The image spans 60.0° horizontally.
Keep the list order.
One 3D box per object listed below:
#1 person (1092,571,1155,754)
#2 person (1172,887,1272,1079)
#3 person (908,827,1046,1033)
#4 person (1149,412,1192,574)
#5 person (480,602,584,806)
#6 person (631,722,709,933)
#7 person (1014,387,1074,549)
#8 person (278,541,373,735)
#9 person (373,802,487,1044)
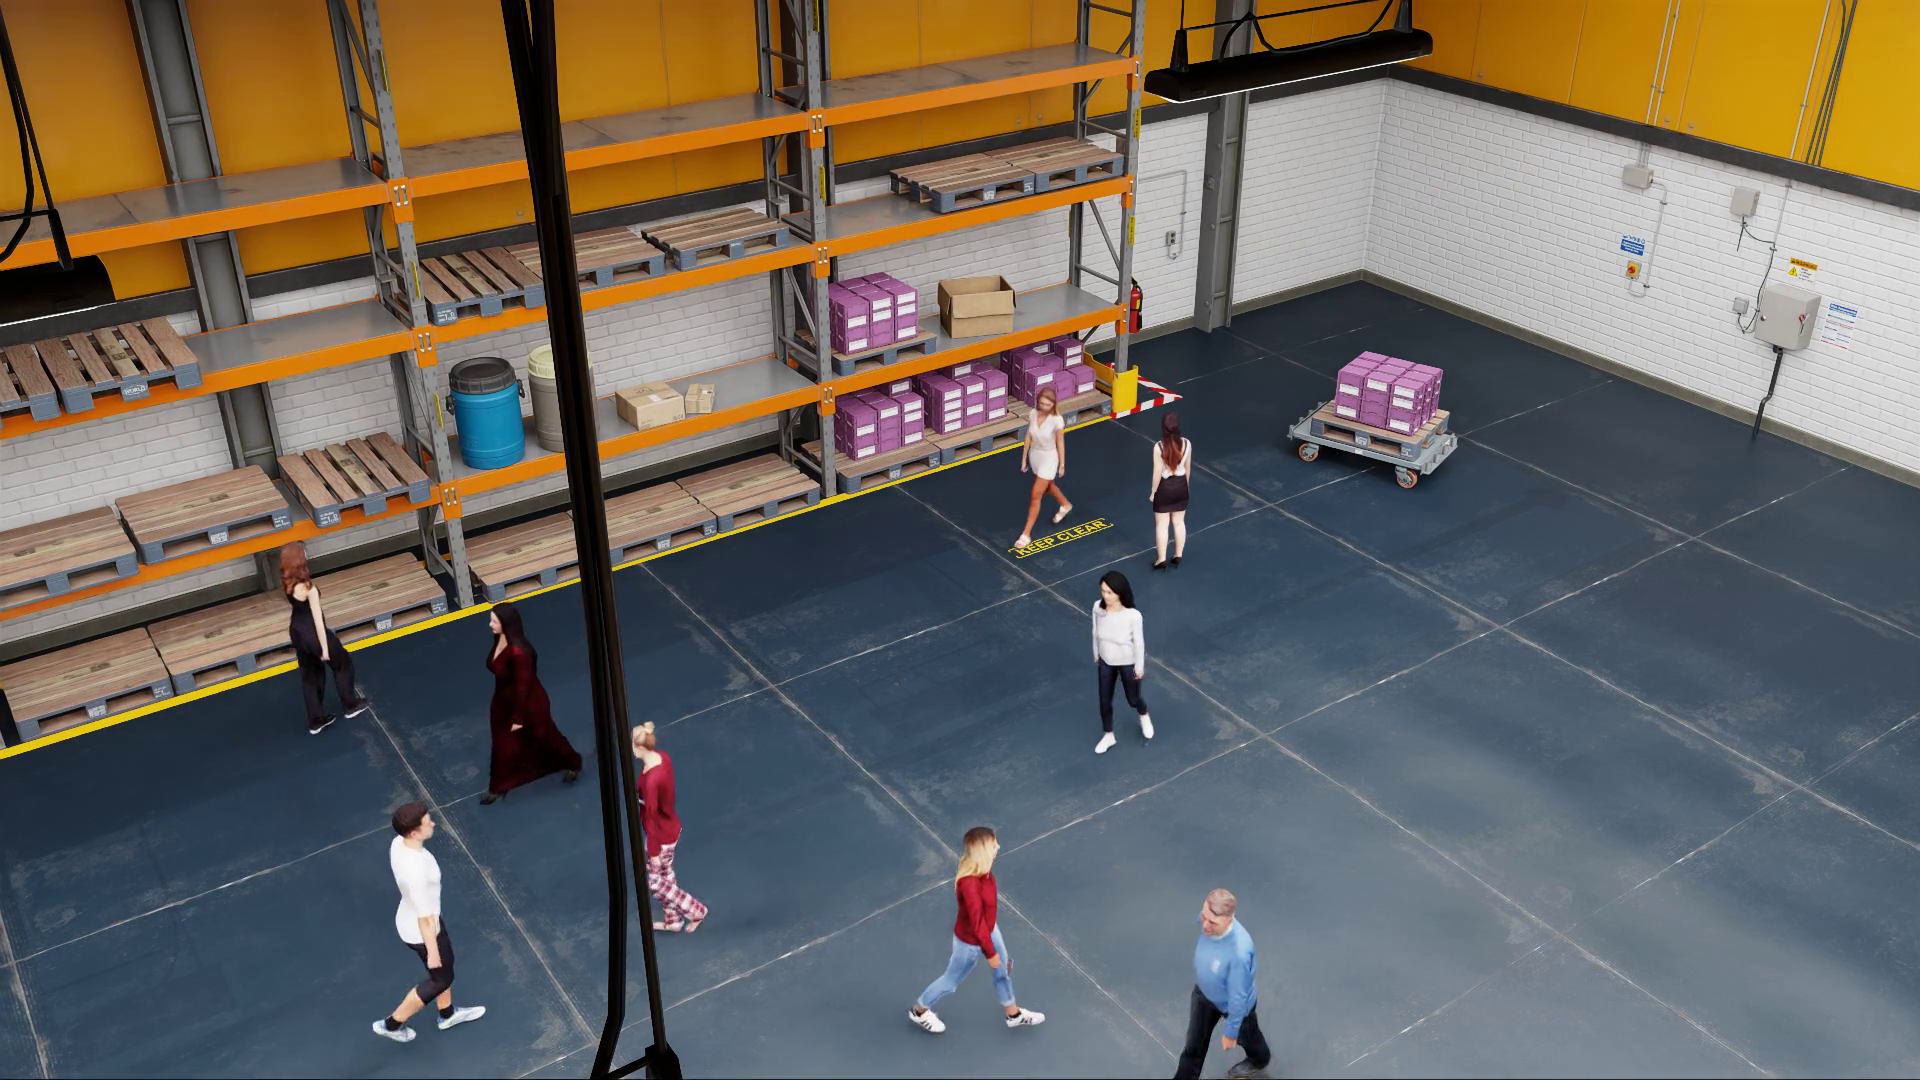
[{"bbox_3d":[1.323,0.945,13.381,0.819,1.668,0.947,15,32,25],"label":"person"},{"bbox_3d":[1.662,2.723,10.058,1.203,1.729,0.646,-16,33,-27],"label":"person"},{"bbox_3d":[0.009,2.523,10.569,1.170,1.591,1.083,4,29,7],"label":"person"},{"bbox_3d":[2.018,-0.463,15.983,0.532,1.648,0.663,-10,30,-17],"label":"person"},{"bbox_3d":[-3.278,1.239,12.791,1.090,1.717,0.753,-23,36,-35],"label":"person"},{"bbox_3d":[-1.977,2.002,11.416,0.893,1.695,0.842,-1,29,-2],"label":"person"},{"bbox_3d":[0.893,-0.783,16.572,1.202,1.646,0.745,-25,37,-38],"label":"person"},{"bbox_3d":[-5.356,0.824,13.536,0.788,1.732,0.890,14,32,24],"label":"person"},{"bbox_3d":[-3.458,2.449,10.455,0.968,1.830,0.785,-16,32,-27],"label":"person"}]
